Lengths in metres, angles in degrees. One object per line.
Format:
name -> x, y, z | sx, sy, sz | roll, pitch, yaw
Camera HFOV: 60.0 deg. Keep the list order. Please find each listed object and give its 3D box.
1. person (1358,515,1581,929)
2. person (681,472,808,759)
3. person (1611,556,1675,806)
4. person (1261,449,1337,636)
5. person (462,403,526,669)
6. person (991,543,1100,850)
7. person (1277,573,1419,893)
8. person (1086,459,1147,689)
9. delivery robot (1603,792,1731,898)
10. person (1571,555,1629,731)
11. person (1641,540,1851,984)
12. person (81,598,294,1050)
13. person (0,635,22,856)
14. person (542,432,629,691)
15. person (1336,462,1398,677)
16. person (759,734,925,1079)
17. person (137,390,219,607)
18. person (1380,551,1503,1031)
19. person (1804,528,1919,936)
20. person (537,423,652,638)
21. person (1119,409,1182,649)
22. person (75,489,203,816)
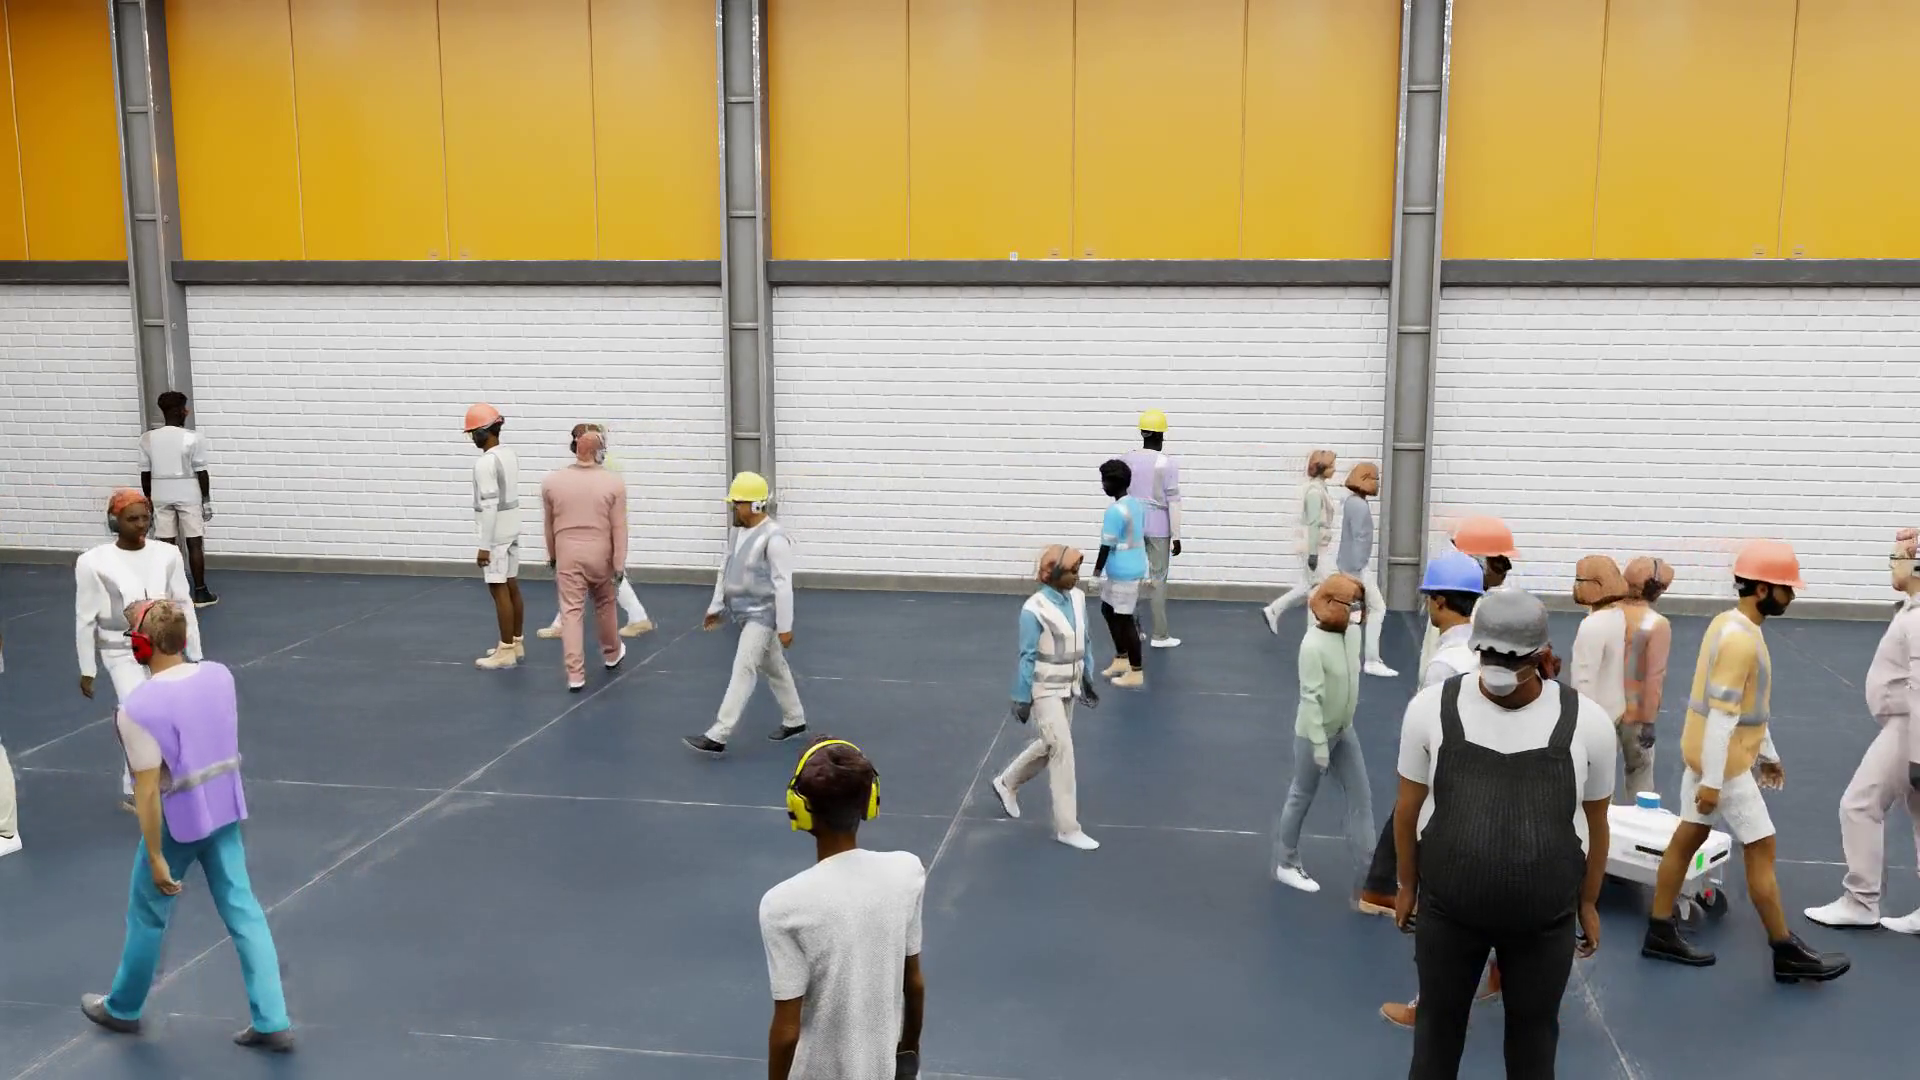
person -> 2.342, 0.842, 7.604 | 1.026, 1.938, 0.632 | 2, 9, 13
person -> -1.340, 0.460, 10.438 | 0.945, 1.780, 0.609 | -5, 11, -30
person -> 3.409, 0.863, 8.531 | 0.806, 1.586, 0.577 | -4, 10, -25
person -> 2.755, 0.070, 13.353 | 0.545, 1.619, 0.533 | 2, 9, 10
person -> -3.545, -0.025, 12.697 | 0.437, 2.041, 0.615 | 1, 9, 5
person -> 0.449, 0.800, 8.917 | 0.756, 1.602, 0.503 | 6, 11, 34
person -> 1.838, 0.956, 7.935 | 0.531, 1.594, 0.787 | -9, 13, -43
person -> 1.145, 0.243, 12.099 | 0.506, 1.671, 0.546 | 3, 10, 20
delivery robot -> 3.254, 1.440, 7.894 | 0.477, 0.478, 0.707 | -8, 12, -41
person -> 3.185, 0.880, 8.337 | 0.384, 1.619, 0.528 | 7, 11, 36
person -> 3.420, 0.945, 7.110 | 0.909, 1.894, 0.543 | 3, 10, 17
person -> -3.037, 1.103, 6.462 | 0.993, 1.790, 0.563 | 4, 10, 22
person -> -5.114, 0.721, 8.563 | 0.514, 1.876, 0.328 | 6, 11, 35
person -> -2.732, 0.127, 12.273 | 0.651, 1.853, 1.006 | 0, 9, -1
person -> 3.053, 0.221, 12.459 | 0.644, 1.607, 0.508 | 1, 9, 4
person -> -0.314, 1.418, 4.288 | 0.538, 1.866, 0.312 | -8, 12, -41
person -> -7.039, -0.362, 14.961 | 0.608, 1.963, 0.370 | 0, 9, -2
person -> 1.993, 1.011, 6.599 | 0.487, 1.926, 0.650 | 5, 11, 29
person -> 4.248, 0.875, 7.583 | 0.745, 1.878, 0.661 | 8, 12, 40
person -> -3.005, -0.072, 13.695 | 0.940, 1.801, 0.635 | -2, 9, -12
person -> 1.530, -0.089, 13.392 | 0.587, 1.928, 0.362 | 7, 12, 39
person -> -4.382, 0.658, 9.037 | 0.924, 1.841, 0.606 | 6, 11, 33
